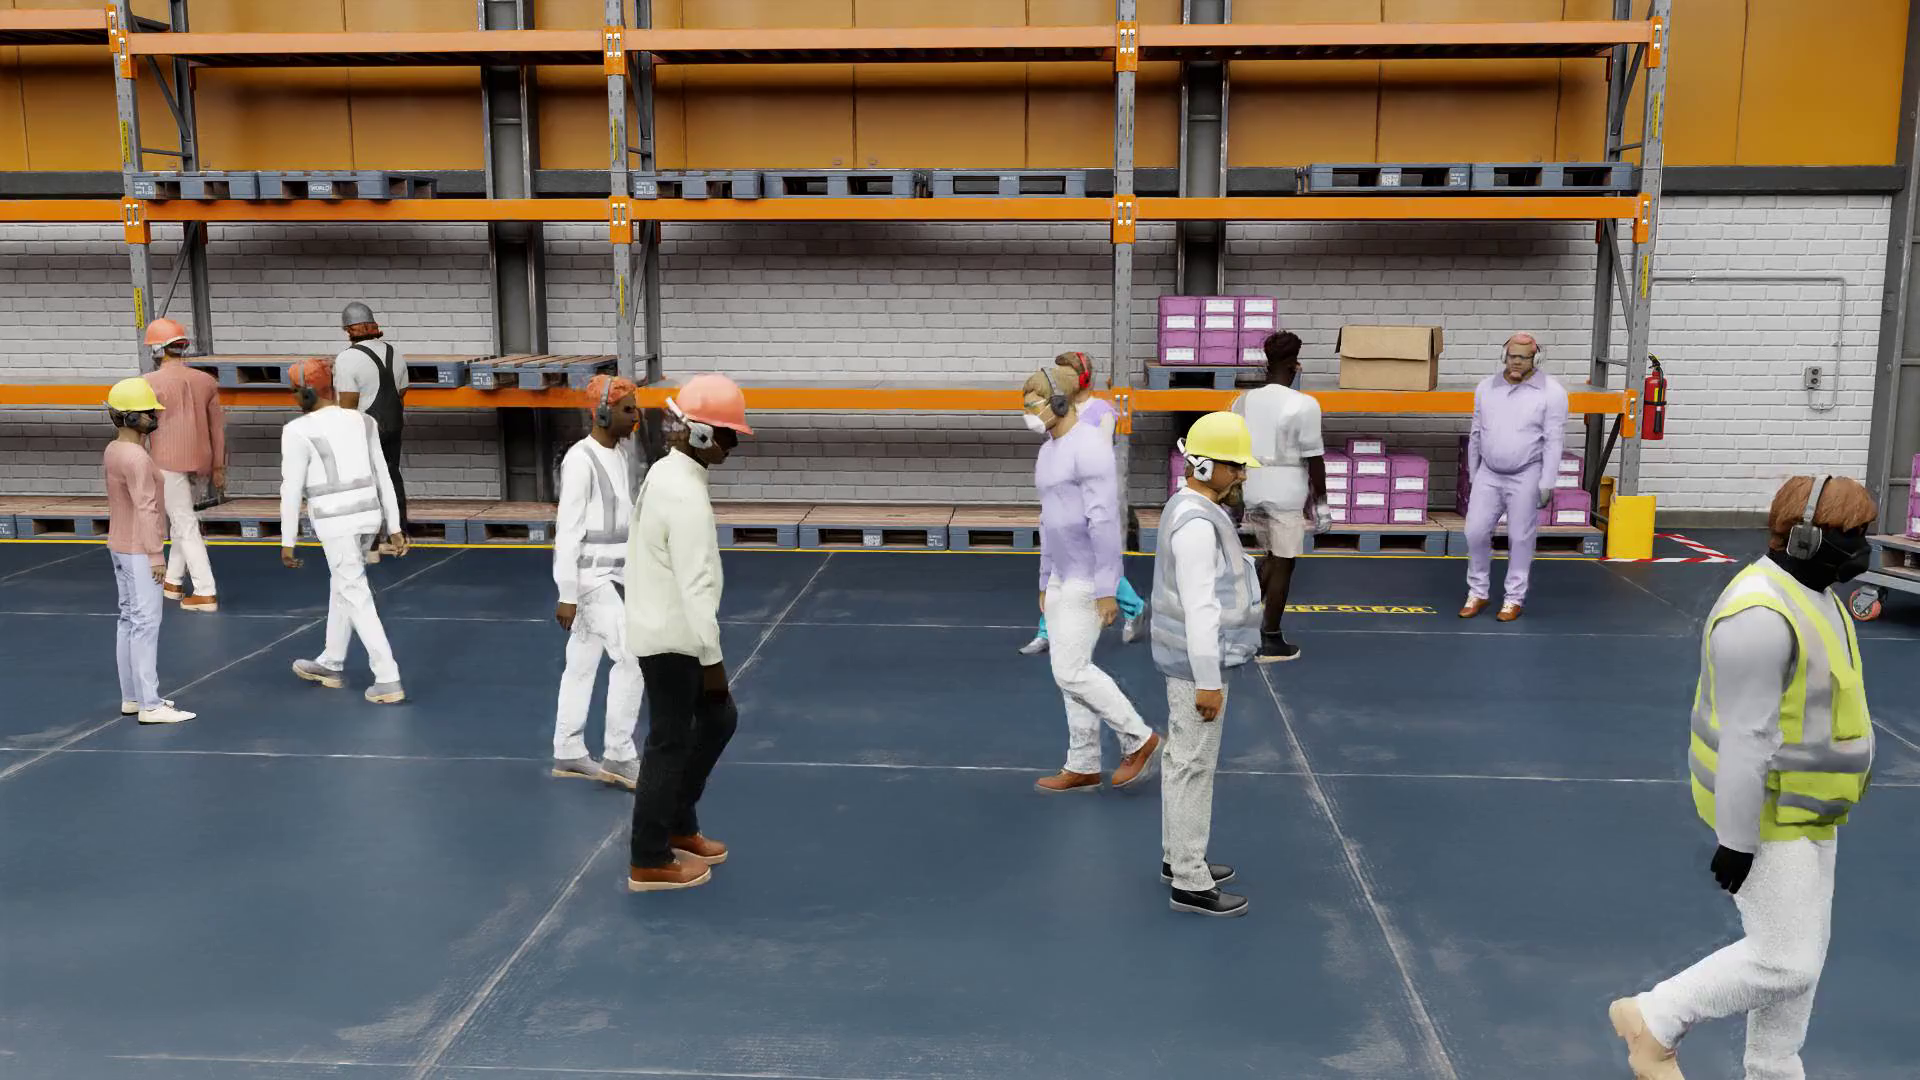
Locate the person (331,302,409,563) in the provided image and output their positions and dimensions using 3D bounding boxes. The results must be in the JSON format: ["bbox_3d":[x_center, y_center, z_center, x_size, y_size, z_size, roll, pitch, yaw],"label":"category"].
[{"bbox_3d":[-4.658,-0.848,13.006,0.535,2.000,0.687,4,10,22],"label":"person"}]

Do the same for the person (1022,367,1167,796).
[{"bbox_3d":[0.542,0.193,7.337,0.541,1.901,0.683,-3,10,-14],"label":"person"}]

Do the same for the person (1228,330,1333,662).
[{"bbox_3d":[1.887,-0.250,9.776,0.426,1.942,0.629,-6,12,-33],"label":"person"}]

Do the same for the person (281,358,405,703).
[{"bbox_3d":[-3.351,-0.054,8.931,0.936,1.832,0.592,5,11,26],"label":"person"}]

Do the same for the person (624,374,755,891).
[{"bbox_3d":[-1.014,0.368,6.155,0.554,1.948,0.646,-2,10,-11],"label":"person"}]

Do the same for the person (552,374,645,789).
[{"bbox_3d":[-1.568,0.193,7.475,0.729,1.853,0.572,0,10,0],"label":"person"}]

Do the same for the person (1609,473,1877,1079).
[{"bbox_3d":[2.148,0.717,4.458,0.517,1.824,0.640,8,13,40],"label":"person"}]

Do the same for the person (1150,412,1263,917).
[{"bbox_3d":[0.899,0.442,6.089,0.404,1.824,0.586,1,10,4],"label":"person"}]

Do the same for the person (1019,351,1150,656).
[{"bbox_3d":[0.754,-0.228,10.016,0.838,1.820,0.570,-8,12,-38],"label":"person"}]

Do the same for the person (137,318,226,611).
[{"bbox_3d":[-5.384,-0.511,11.283,0.942,1.953,0.625,4,11,24],"label":"person"}]

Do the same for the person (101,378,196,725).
[{"bbox_3d":[-4.173,0.059,8.501,0.311,1.768,0.533,-8,13,-41],"label":"person"}]

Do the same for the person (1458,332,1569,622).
[{"bbox_3d":[3.558,-0.392,10.769,0.657,1.887,0.525,8,12,39],"label":"person"}]
